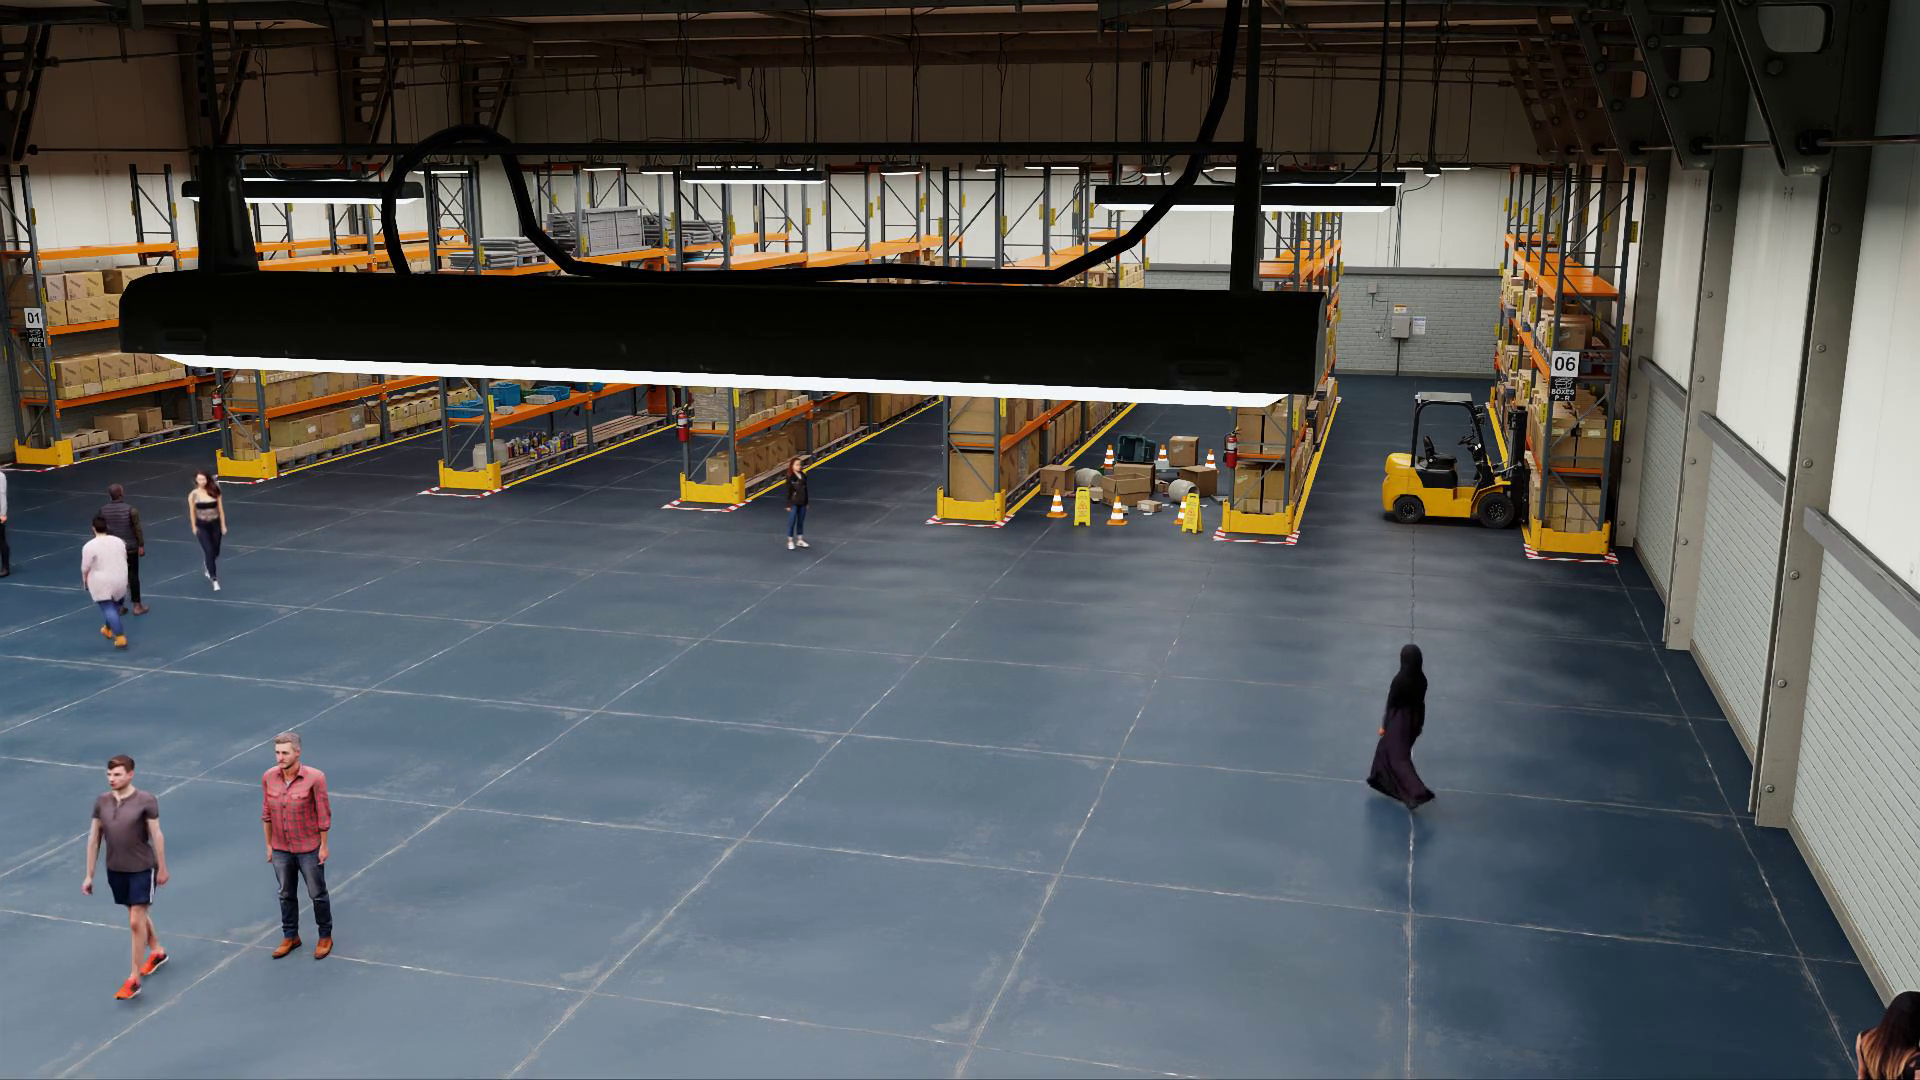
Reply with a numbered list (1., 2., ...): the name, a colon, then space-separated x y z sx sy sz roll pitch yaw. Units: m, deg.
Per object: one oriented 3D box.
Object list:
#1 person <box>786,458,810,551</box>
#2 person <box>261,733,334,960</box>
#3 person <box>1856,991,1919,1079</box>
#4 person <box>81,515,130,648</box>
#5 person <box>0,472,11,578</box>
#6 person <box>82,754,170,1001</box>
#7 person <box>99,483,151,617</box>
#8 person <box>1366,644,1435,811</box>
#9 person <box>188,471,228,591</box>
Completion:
1. person: -2.623 -0.601 26.751 0.603 1.483 0.697 -11 17 -39
2. person: -5.214 2.382 13.095 0.729 1.831 0.626 1 13 3
3. person: 5.212 3.319 9.302 0.820 1.718 0.729 -5 14 -20
4. person: -10.879 0.554 21.279 1.058 1.700 1.163 11 17 39
5. person: -14.474 -0.406 24.940 0.738 1.920 0.667 3 13 13
6. person: -6.258 2.484 12.678 0.757 1.821 1.052 2 13 8
7. person: -11.496 0.122 22.843 0.759 1.836 0.695 -1 13 -3
8. person: 4.329 1.809 16.084 1.064 1.599 1.058 -10 16 -36
9. person: -10.978 -0.150 24.264 1.176 1.726 1.168 -9 16 -34
